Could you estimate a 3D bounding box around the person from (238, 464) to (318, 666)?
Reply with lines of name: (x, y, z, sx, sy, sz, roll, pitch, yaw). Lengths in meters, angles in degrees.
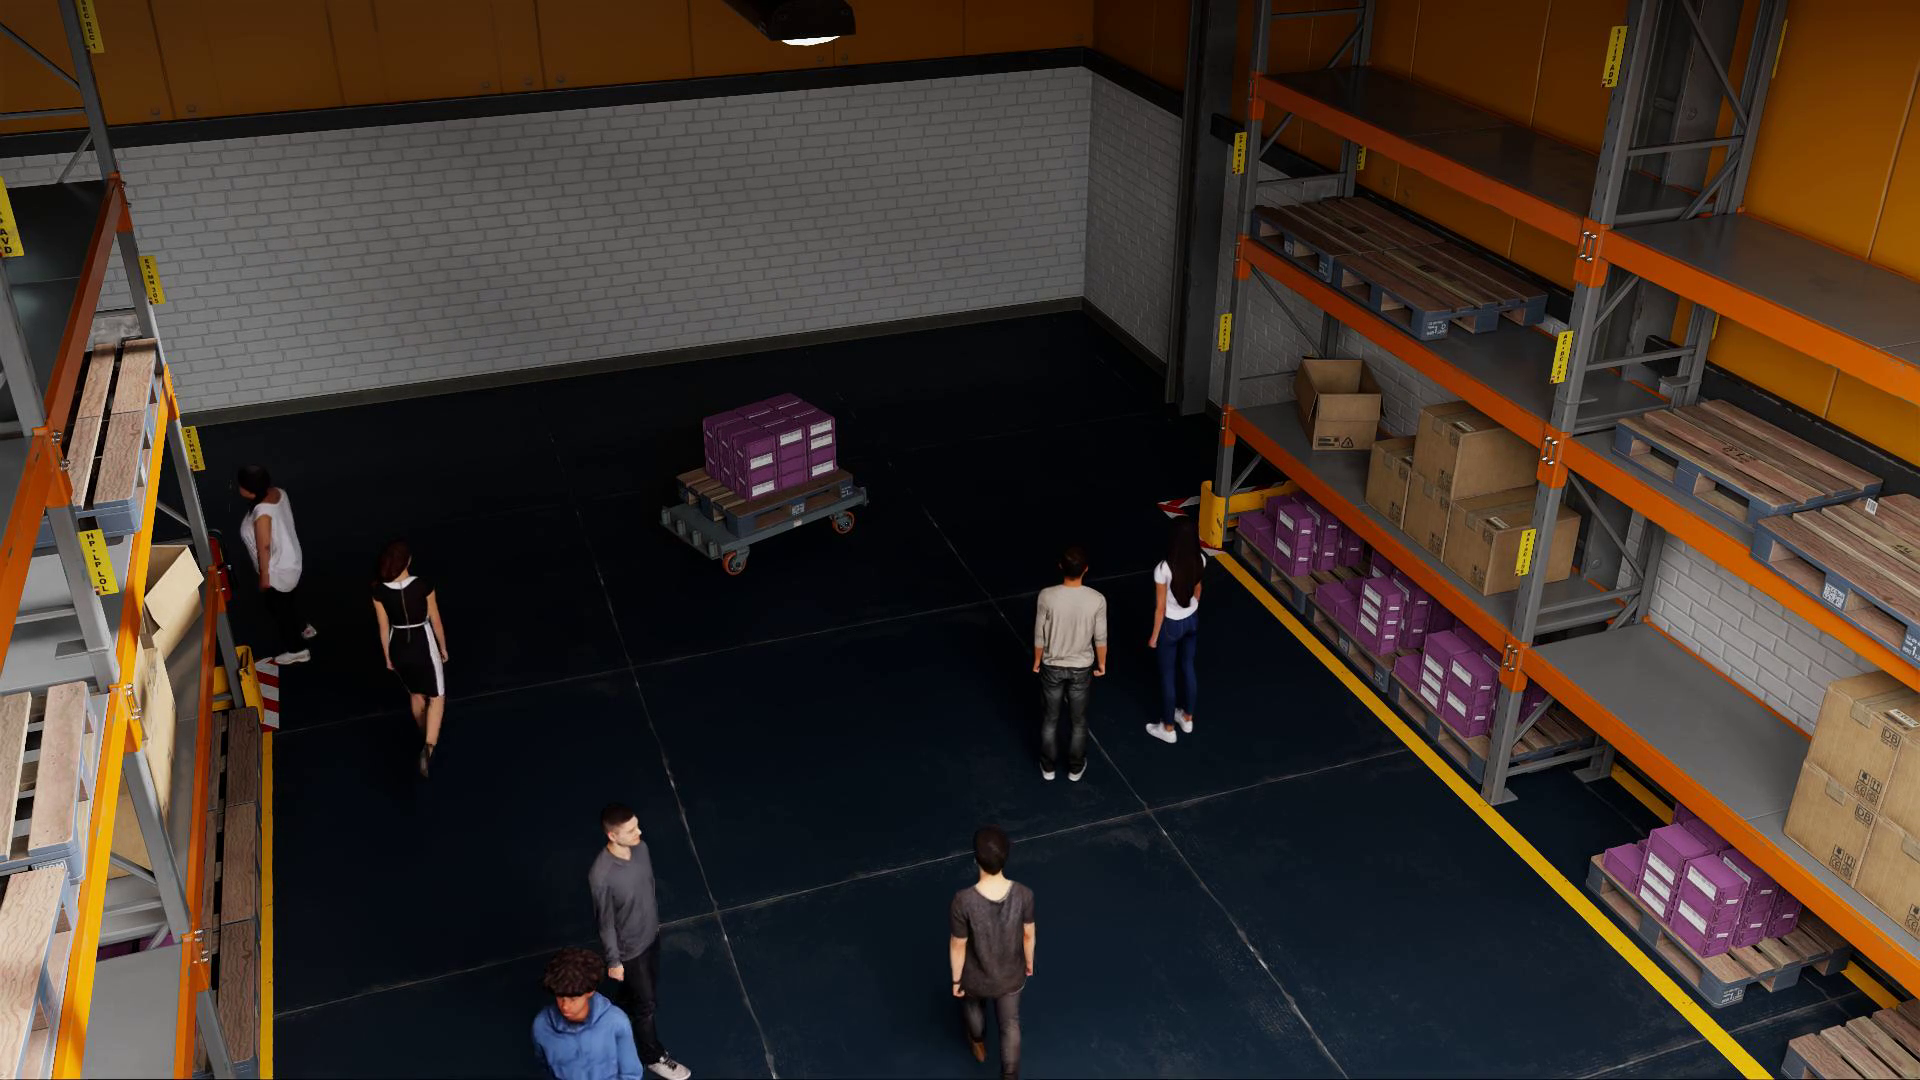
person: (-5.154, 0.184, 12.662, 0.753, 1.678, 0.600, -5, 29, -9)

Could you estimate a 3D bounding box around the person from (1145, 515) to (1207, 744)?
person: (1.542, 0.626, 11.753, 0.643, 1.774, 0.601, -19, 34, -30)

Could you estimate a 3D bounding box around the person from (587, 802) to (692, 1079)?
person: (-1.814, 2.130, 9.002, 0.936, 1.767, 0.902, 8, 30, 15)

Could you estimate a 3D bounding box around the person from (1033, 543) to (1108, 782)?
person: (0.732, 0.850, 11.307, 0.722, 1.807, 0.682, 2, 29, 3)

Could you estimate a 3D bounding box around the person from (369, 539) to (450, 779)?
person: (-3.722, 0.853, 11.331, 0.710, 1.778, 0.997, -4, 29, -7)

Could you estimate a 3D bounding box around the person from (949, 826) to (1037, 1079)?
person: (0.186, 2.285, 8.796, 0.801, 1.692, 1.108, -2, 29, -4)

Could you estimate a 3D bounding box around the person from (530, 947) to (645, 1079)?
person: (-1.724, 2.648, 8.027, 0.916, 1.792, 1.214, -1, 29, -2)
